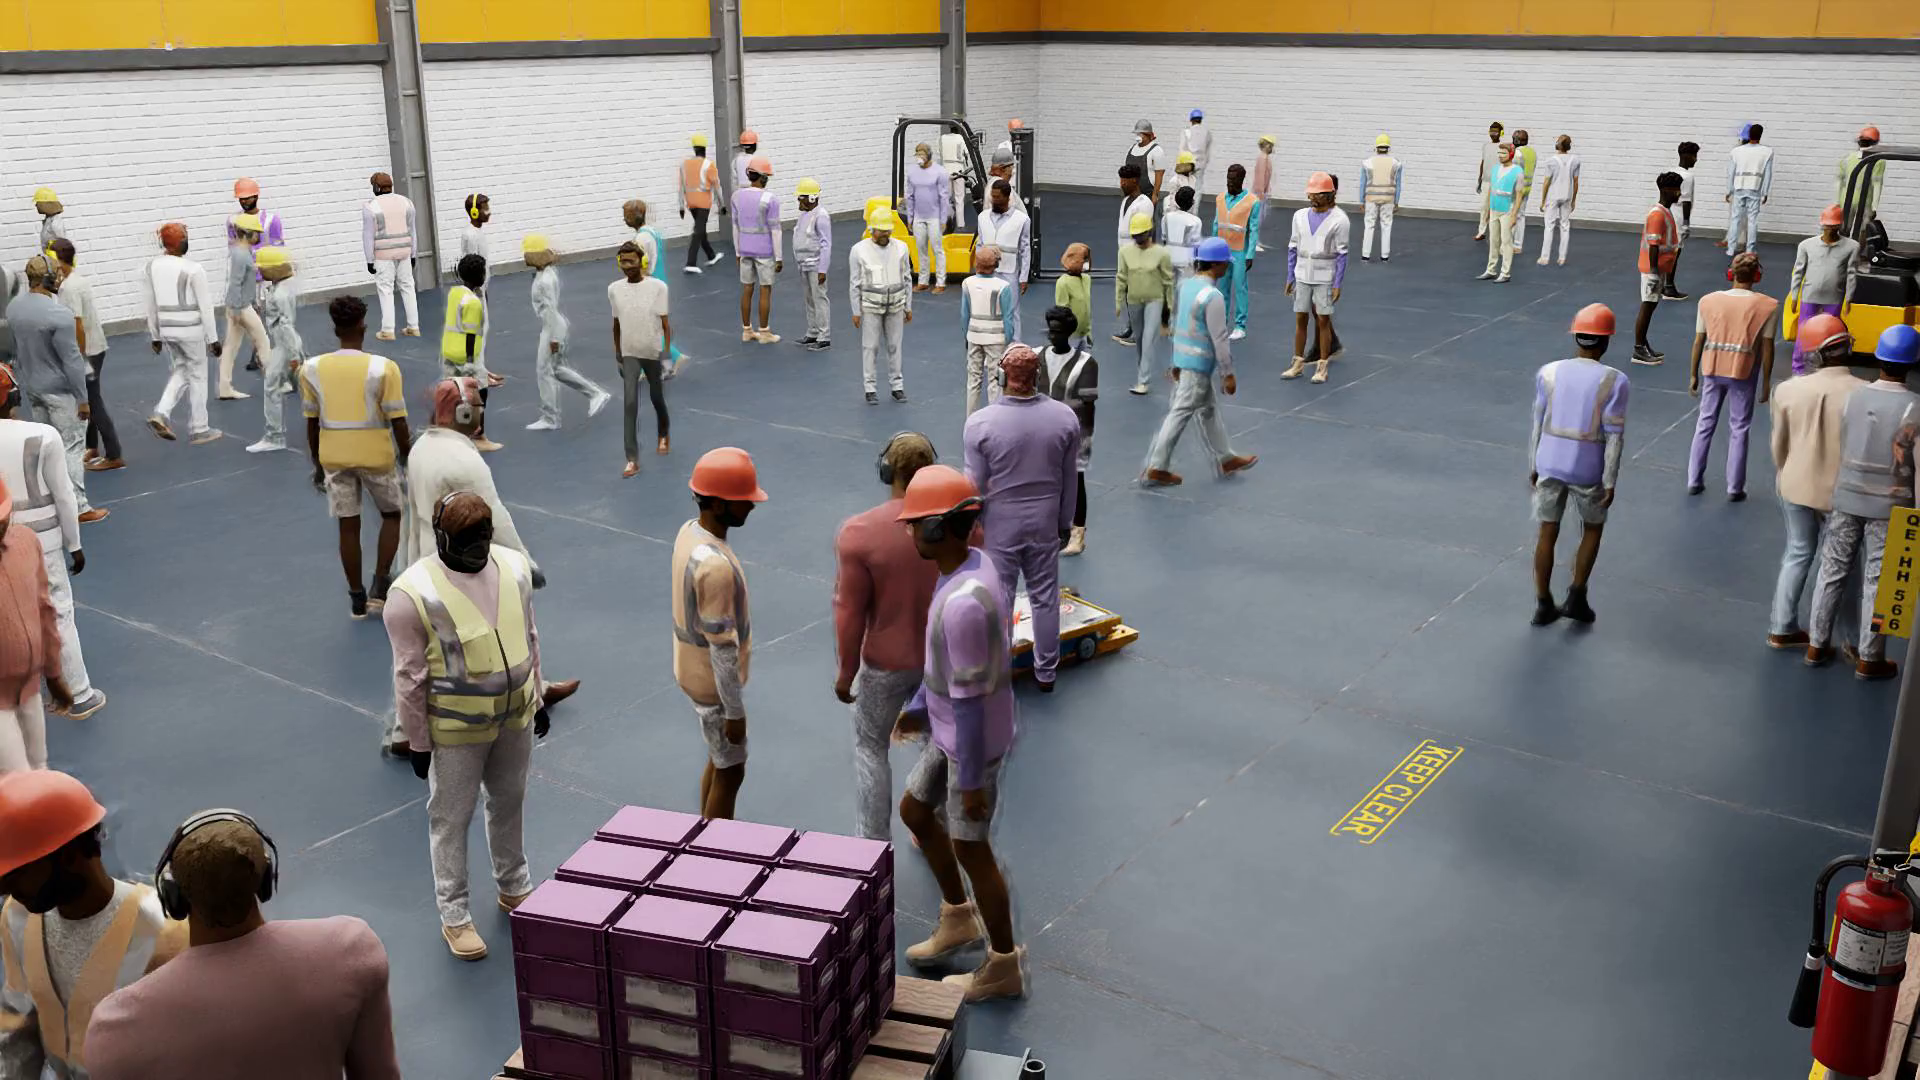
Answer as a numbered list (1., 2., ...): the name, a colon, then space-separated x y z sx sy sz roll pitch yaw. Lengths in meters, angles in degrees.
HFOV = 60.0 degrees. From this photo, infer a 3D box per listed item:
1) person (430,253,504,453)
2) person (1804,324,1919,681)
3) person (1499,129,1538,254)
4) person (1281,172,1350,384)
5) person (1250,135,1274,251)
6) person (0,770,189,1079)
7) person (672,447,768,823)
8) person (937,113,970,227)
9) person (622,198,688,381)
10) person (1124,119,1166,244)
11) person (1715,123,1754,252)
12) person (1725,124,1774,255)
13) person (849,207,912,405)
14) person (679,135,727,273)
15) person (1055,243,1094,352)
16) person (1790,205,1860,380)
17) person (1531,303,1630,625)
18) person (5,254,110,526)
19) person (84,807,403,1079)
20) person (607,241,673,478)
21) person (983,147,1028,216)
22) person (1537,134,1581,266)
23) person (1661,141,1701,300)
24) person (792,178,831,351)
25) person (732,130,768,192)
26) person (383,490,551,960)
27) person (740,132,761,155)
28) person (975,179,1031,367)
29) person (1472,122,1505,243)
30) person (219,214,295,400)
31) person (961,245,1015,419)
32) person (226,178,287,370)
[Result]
1. person: -4.127 -1.496 13.561 0.642 1.657 0.548 -13 22 -35
2. person: 4.949 -0.198 9.021 0.375 1.949 0.614 -14 22 -37
3. person: 8.293 -5.181 24.809 0.633 1.832 0.429 -14 22 -37
4. person: 3.463 -2.554 16.241 0.608 2.044 0.370 13 22 35
5. person: 4.536 -5.254 25.232 0.338 1.723 0.575 5 18 14
6. person: -2.044 1.438 3.993 0.558 1.887 0.823 7 19 20
7. person: -0.954 0.552 6.723 0.386 1.921 0.565 -6 19 -17
8. person: -0.092 -5.938 27.014 0.587 1.928 0.363 9 20 26
9. person: -2.995 -2.414 16.167 0.543 1.825 0.545 1 18 2
10. person: 2.593 -5.029 23.988 0.538 2.000 0.684 -15 23 -40
11. person: 11.792 -5.340 25.195 0.412 1.905 0.725 -2 18 -7
12. person: 11.670 -5.177 24.647 0.590 1.920 0.399 10 20 29
13. person: -0.721 -2.162 15.380 0.601 1.821 0.403 -7 19 -20
14. person: -3.600 -4.693 23.220 0.592 1.863 1.057 10 20 28
15. person: 0.992 -1.751 14.391 0.288 1.634 0.499 11 21 31
16. person: 8.371 -2.369 16.152 0.568 1.746 0.343 9 20 25
17. person: 3.619 -0.427 9.801 0.561 1.914 0.488 14 22 36
18. person: -6.355 -1.040 11.699 0.635 1.928 0.382 9 20 26
19. person: -1.545 1.496 3.748 0.632 1.938 0.359 -14 22 -37
20. person: -2.518 -1.486 13.263 0.519 1.829 0.968 0 18 0
21. person: 0.533 -3.470 19.111 0.537 2.000 0.683 -1 18 -2
22. person: 8.527 -4.838 23.706 0.507 1.846 0.346 0 18 1
23. person: 9.035 -4.030 20.988 0.374 1.962 0.608 -2 18 -5
24. person: -1.587 -2.950 17.821 0.403 1.830 0.601 -9 20 -26
25. person: -2.899 -4.726 23.200 0.545 1.942 0.354 9 20 25
26. person: -1.849 0.694 6.408 0.429 1.841 0.633 14 23 37
27. person: -3.243 -5.377 25.547 0.442 1.744 0.537 -7 19 -22
28. person: 0.429 -2.691 16.872 0.599 1.916 0.377 10 20 28
29. person: 8.352 -5.620 26.134 0.334 1.860 0.509 -15 23 -38
30. person: -6.658 -2.186 15.621 0.836 1.701 0.526 -9 20 -26
31. person: 0.238 -1.681 14.156 0.520 1.644 0.307 12 21 34
32. person: -7.104 -2.689 16.850 0.573 1.936 0.450 -1 18 -4
